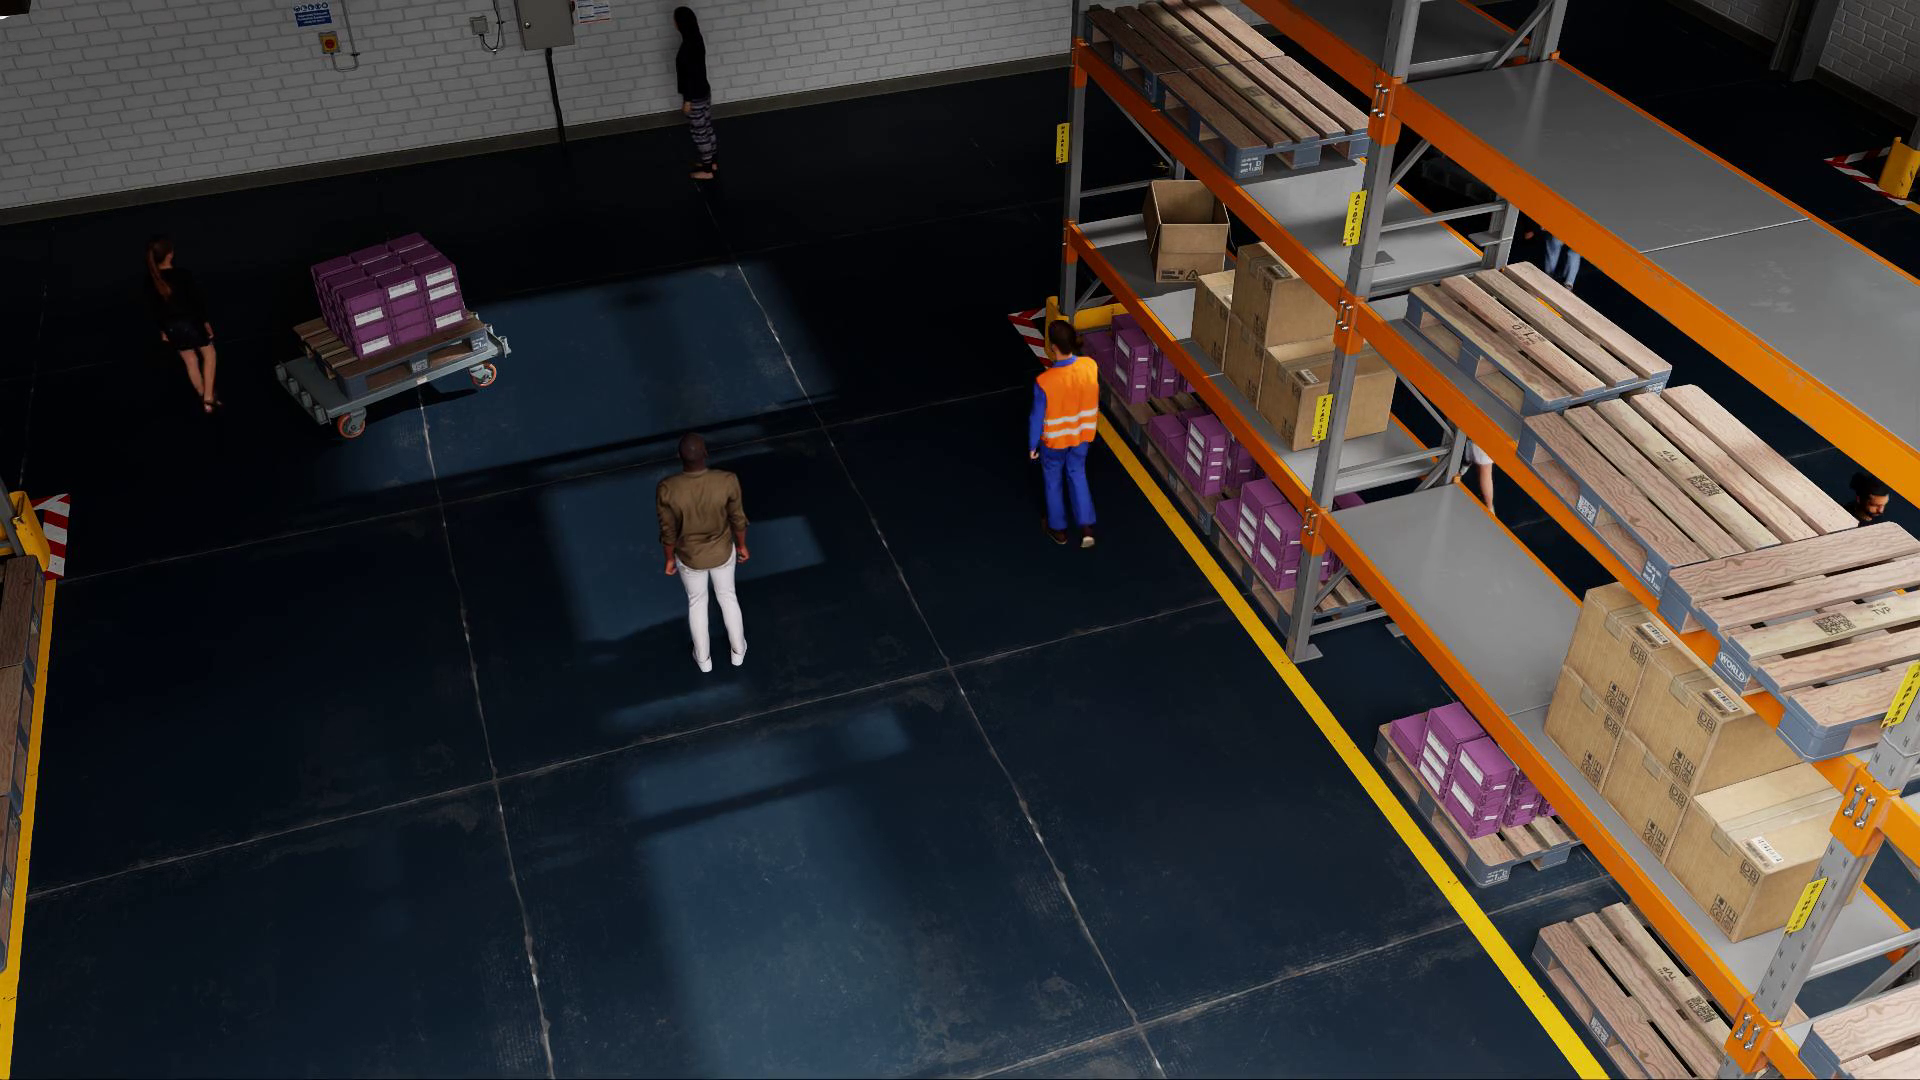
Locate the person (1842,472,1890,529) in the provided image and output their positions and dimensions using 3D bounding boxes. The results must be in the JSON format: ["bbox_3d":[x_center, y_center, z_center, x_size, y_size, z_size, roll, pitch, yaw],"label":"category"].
[{"bbox_3d":[5.397,0.243,10.504,0.703,1.734,0.727,-22,44,-25],"label":"person"}]

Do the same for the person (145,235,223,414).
[{"bbox_3d":[-6.071,-1.633,13.002,0.596,1.548,0.677,-8,39,-10],"label":"person"}]

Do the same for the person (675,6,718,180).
[{"bbox_3d":[-2.581,-4.388,16.304,0.737,1.732,0.632,8,39,10],"label":"person"}]

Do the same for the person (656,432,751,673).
[{"bbox_3d":[-1.626,0.085,10.629,0.749,1.825,0.589,-9,40,-11],"label":"person"}]

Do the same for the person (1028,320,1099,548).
[{"bbox_3d":[0.767,-0.659,11.544,0.728,1.844,0.881,-15,41,-18],"label":"person"}]
